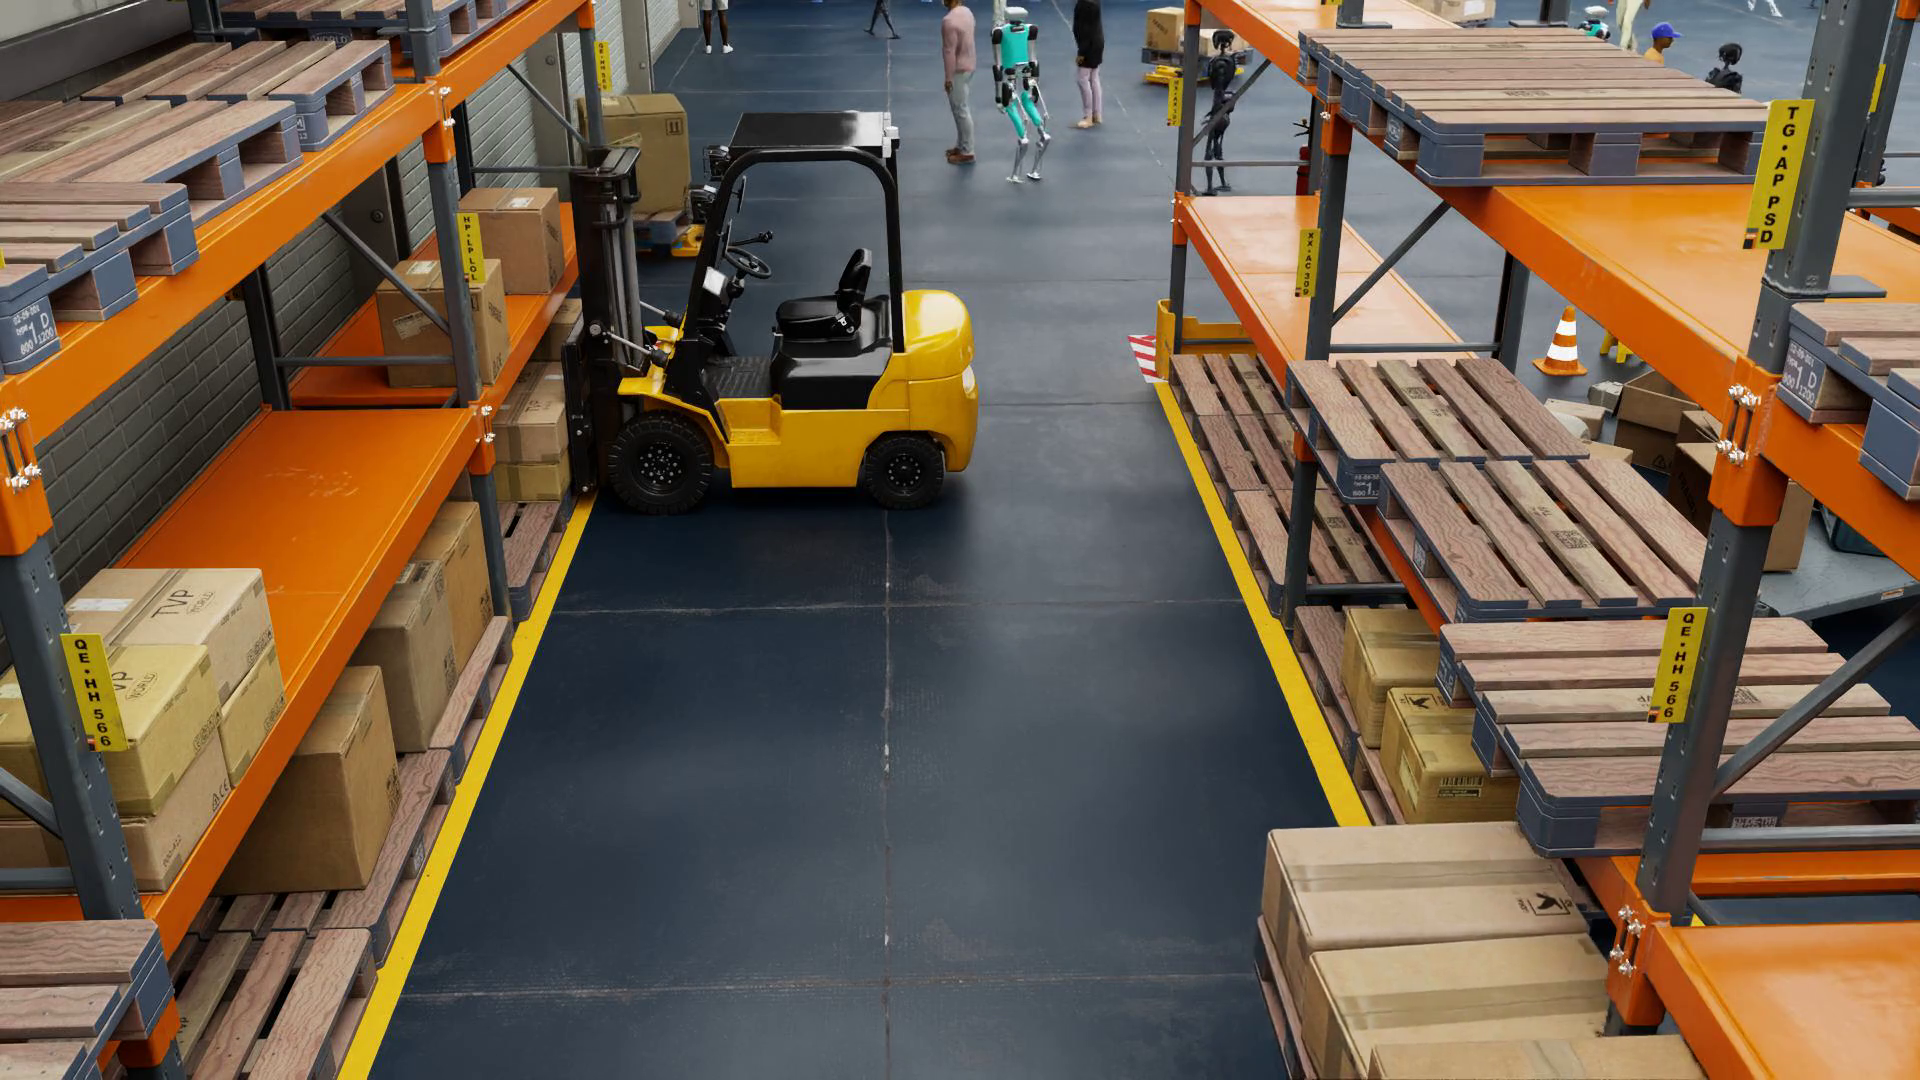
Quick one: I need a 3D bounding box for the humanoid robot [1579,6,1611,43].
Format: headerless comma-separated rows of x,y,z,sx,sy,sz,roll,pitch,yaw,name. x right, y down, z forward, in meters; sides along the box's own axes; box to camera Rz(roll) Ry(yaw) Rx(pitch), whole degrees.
6.297,-4.705,17.610,0.894,1.810,0.548,-2,25,-5,humanoid robot

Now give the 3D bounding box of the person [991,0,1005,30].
0.601,-9.113,26.897,0.583,1.716,0.698,10,27,21,person

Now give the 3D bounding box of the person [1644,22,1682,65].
6.975,-4.345,16.807,0.353,1.717,0.457,6,26,13,person

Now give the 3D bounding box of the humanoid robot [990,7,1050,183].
0.678,-4.605,17.303,0.540,1.752,0.707,-13,28,-25,humanoid robot

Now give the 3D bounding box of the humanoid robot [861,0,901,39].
-1.284,-8.770,26.282,0.774,1.621,0.608,11,27,21,humanoid robot

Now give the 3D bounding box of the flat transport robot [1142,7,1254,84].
3.266,-6.525,23.122,0.659,0.231,1.431,22,33,39,flat transport robot

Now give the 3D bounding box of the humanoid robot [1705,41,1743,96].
7.225,-3.954,16.033,0.491,1.638,0.596,-6,26,-12,humanoid robot

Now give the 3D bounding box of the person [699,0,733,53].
-3.703,-8.283,24.937,0.555,1.898,0.371,-1,25,-2,person

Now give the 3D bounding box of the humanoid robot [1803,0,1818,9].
15.240,-10.206,29.278,0.607,1.645,0.433,-22,33,-38,humanoid robot

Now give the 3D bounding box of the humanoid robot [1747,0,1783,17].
14.011,-9.985,28.757,0.536,1.775,0.949,-13,28,-25,humanoid robot

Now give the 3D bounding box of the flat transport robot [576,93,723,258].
-2.931,-2.784,15.200,1.431,0.231,0.659,4,26,9,flat transport robot

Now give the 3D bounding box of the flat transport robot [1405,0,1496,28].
7.464,-7.852,25.932,1.431,0.231,0.659,-16,30,-30,flat transport robot

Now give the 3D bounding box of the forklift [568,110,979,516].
-1.043,-1.379,9.976,2.313,2.155,1.214,-1,25,-2,forklift

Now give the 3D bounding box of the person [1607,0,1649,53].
9.782,-7.900,24.173,0.846,1.864,0.515,-20,32,-36,person

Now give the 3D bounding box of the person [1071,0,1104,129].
1.549,-5.891,19.965,0.436,1.824,0.639,0,25,0,person

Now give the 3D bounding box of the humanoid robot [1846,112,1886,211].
7.513,-2.965,13.918,0.315,1.657,0.599,-1,25,-1,humanoid robot

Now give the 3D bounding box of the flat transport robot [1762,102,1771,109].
8.633,-3.989,17.752,0.659,0.231,1.431,22,33,38,flat transport robot

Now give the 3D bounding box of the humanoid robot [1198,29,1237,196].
2.613,-4.348,16.863,0.336,1.650,0.602,5,26,10,humanoid robot

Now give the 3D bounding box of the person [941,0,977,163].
-0.024,-5.100,18.179,0.465,1.918,0.636,10,27,21,person
